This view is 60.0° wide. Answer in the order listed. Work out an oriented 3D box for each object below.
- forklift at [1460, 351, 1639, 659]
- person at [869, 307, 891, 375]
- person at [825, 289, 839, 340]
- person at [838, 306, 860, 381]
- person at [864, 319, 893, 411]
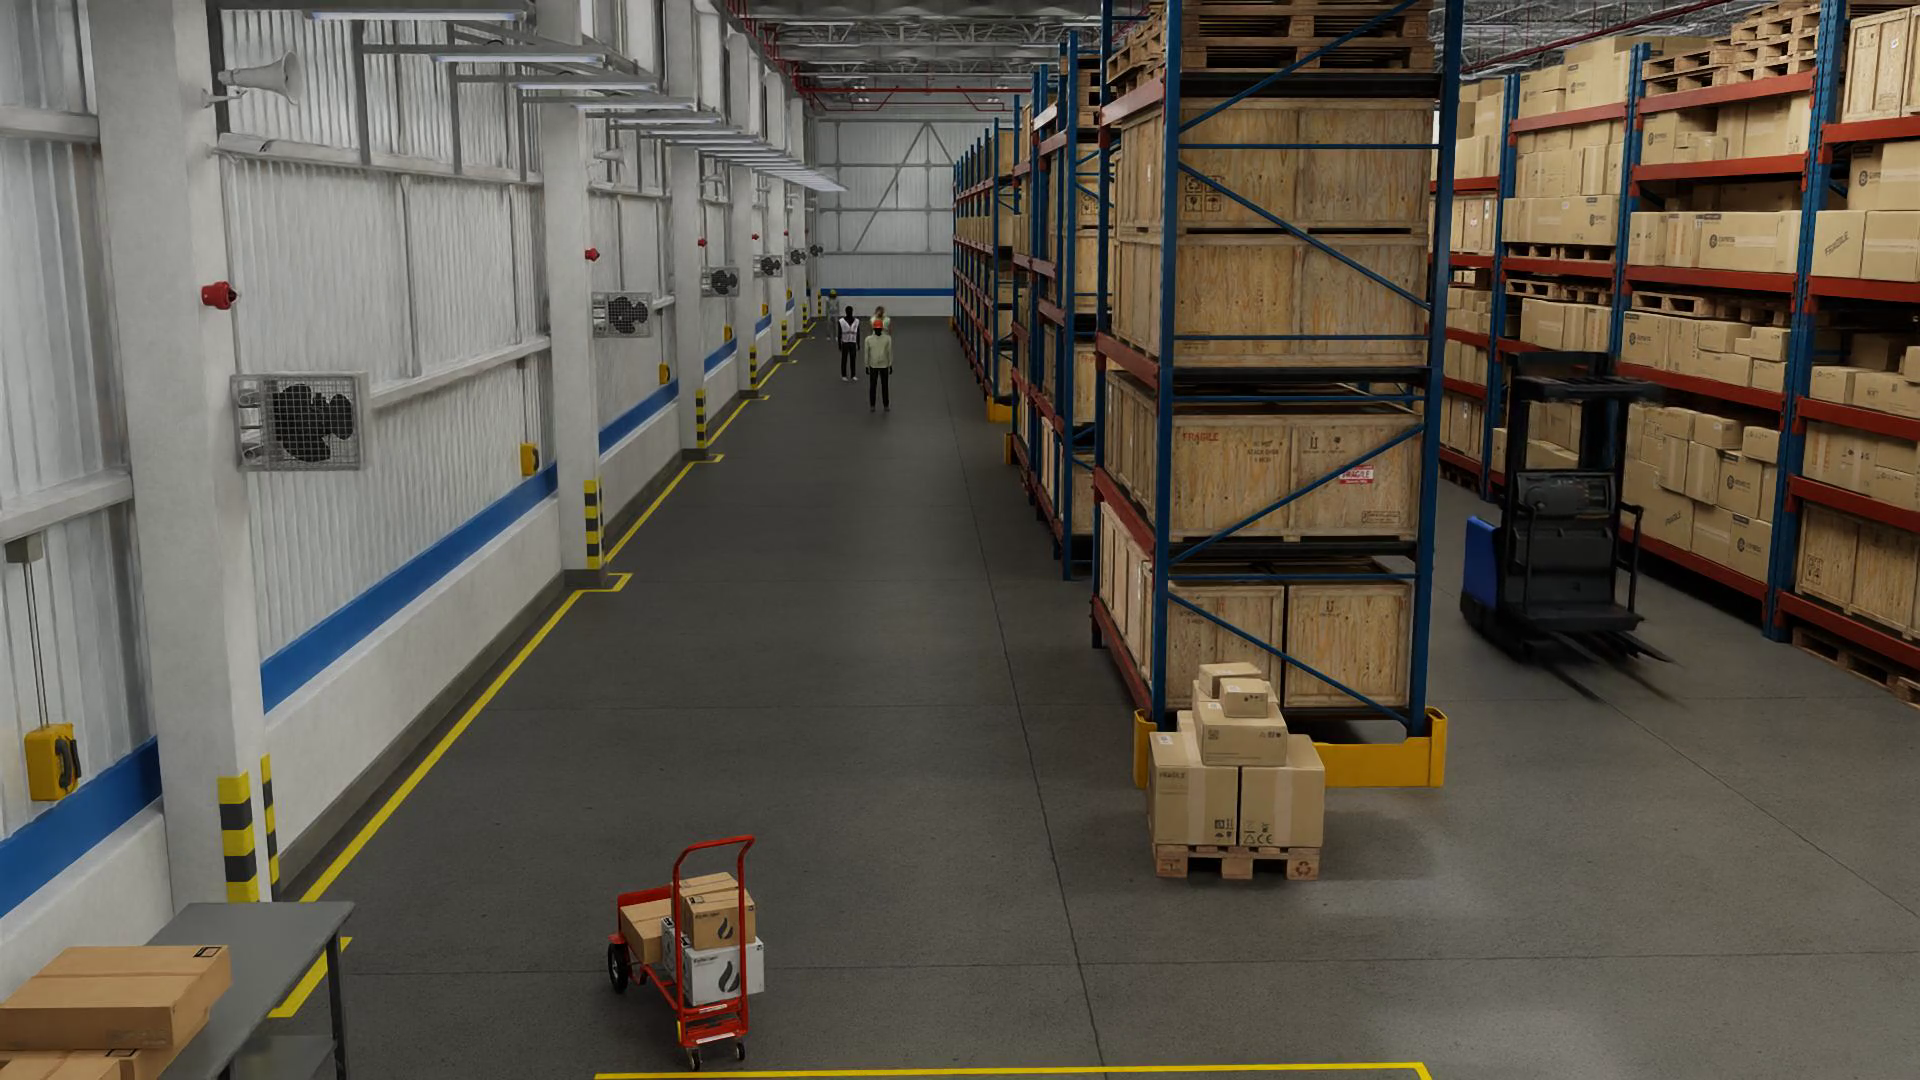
[{"bbox_3d":[5.700,-0.425,16.060,1.129,2.768,1.873,0,11,-2],"label":"forklift"},{"bbox_3d":[-2.128,-5.333,44.408,0.586,1.809,0.935,-1,11,-7],"label":"person"},{"bbox_3d":[-4.355,-7.703,56.896,0.493,1.740,0.325,-4,12,-20],"label":"person"},{"bbox_3d":[-2.838,-5.018,42.485,0.589,1.913,0.398,-5,12,-22],"label":"person"},{"bbox_3d":[-1.742,-3.743,35.661,0.614,1.988,0.405,-2,11,-8],"label":"person"}]
